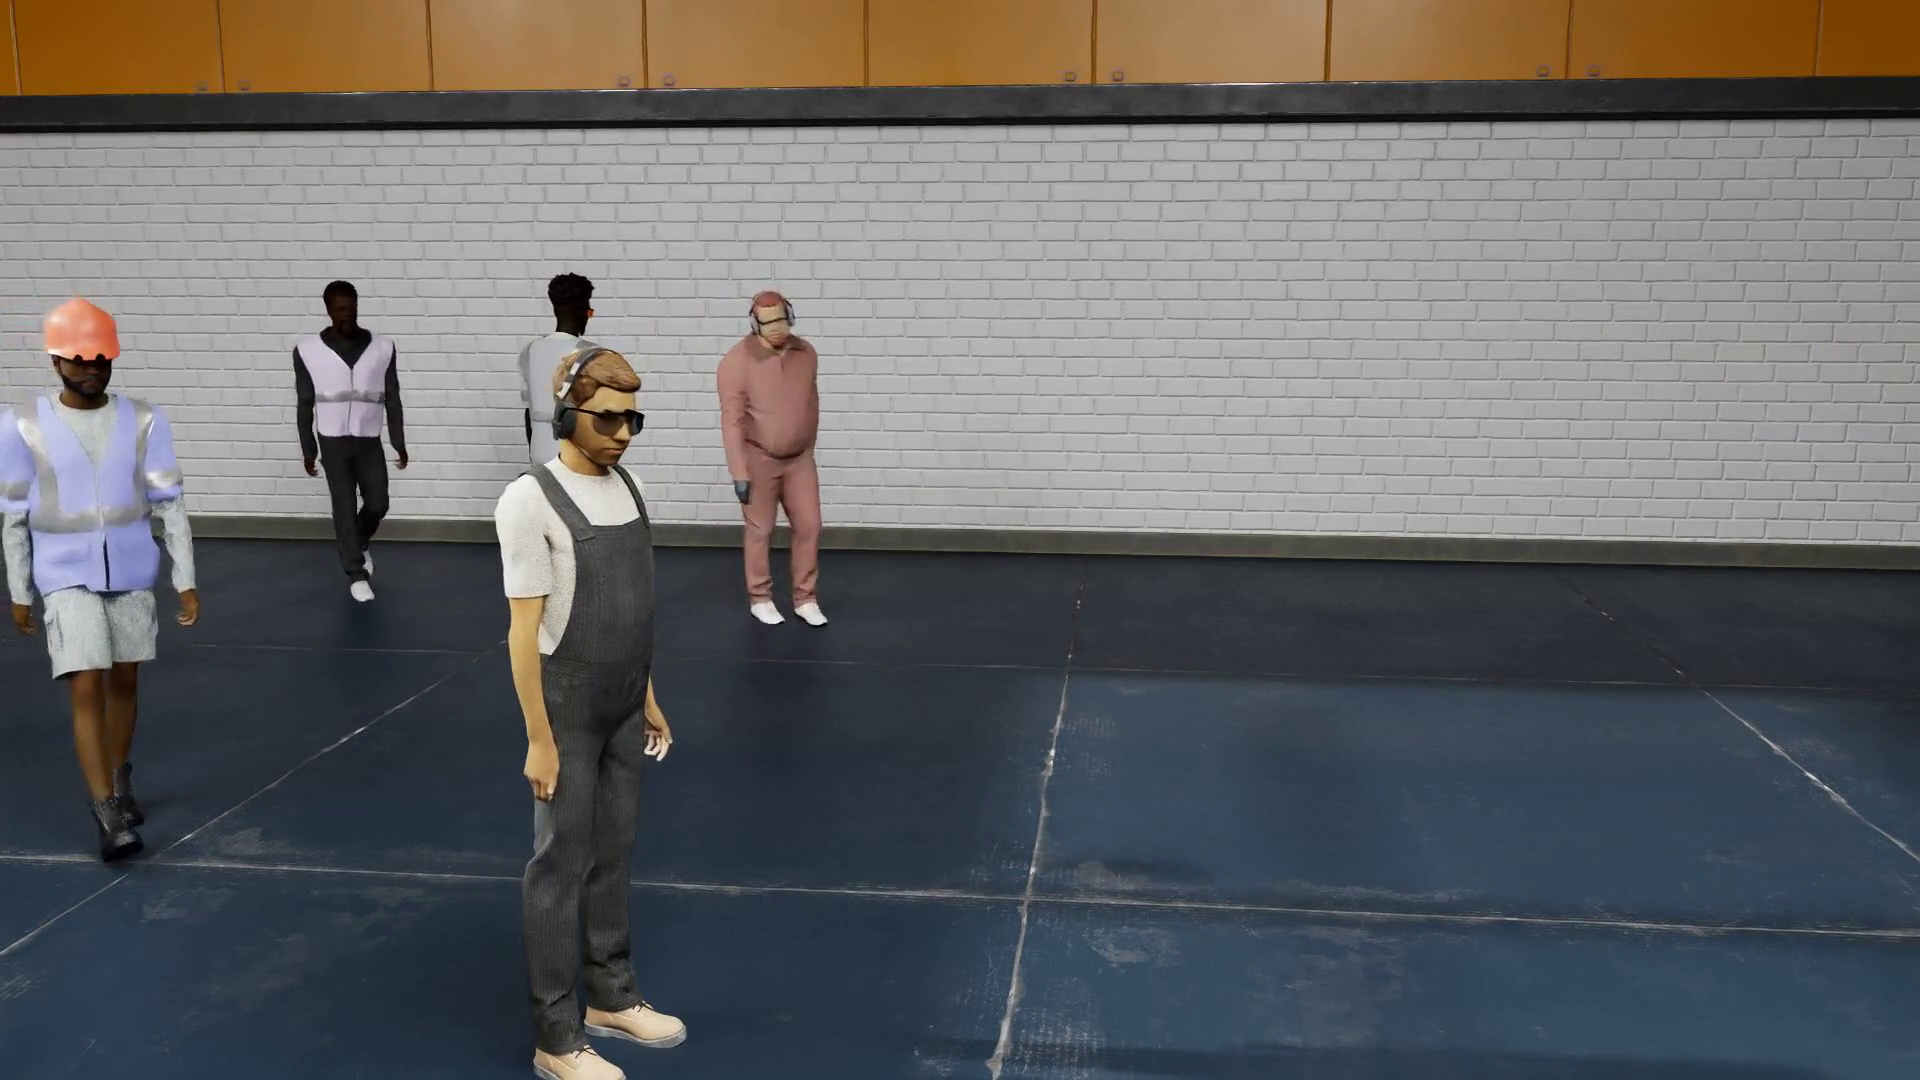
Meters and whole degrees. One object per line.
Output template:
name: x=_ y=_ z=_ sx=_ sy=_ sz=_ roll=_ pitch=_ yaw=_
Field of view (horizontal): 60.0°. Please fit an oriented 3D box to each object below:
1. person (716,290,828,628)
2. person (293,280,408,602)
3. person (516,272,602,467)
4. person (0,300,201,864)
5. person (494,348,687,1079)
person: x=-1.021 y=-0.424 z=9.066 sx=0.674 sy=1.856 sz=0.653 roll=-7 pitch=12 yaw=-36
person: x=-3.653 y=-0.604 z=9.973 sx=0.615 sy=1.898 sz=0.606 roll=-6 pitch=12 yaw=-33
person: x=-2.073 y=-0.438 z=8.860 sx=0.607 sy=1.958 sz=0.373 roll=6 pitch=12 yaw=31
person: x=-2.921 y=0.142 z=5.705 sx=0.557 sy=1.891 sz=0.953 roll=-8 pitch=13 yaw=-39
person: x=-0.914 y=0.442 z=4.160 sx=0.344 sy=1.839 sz=0.504 roll=4 pitch=11 yaw=24
